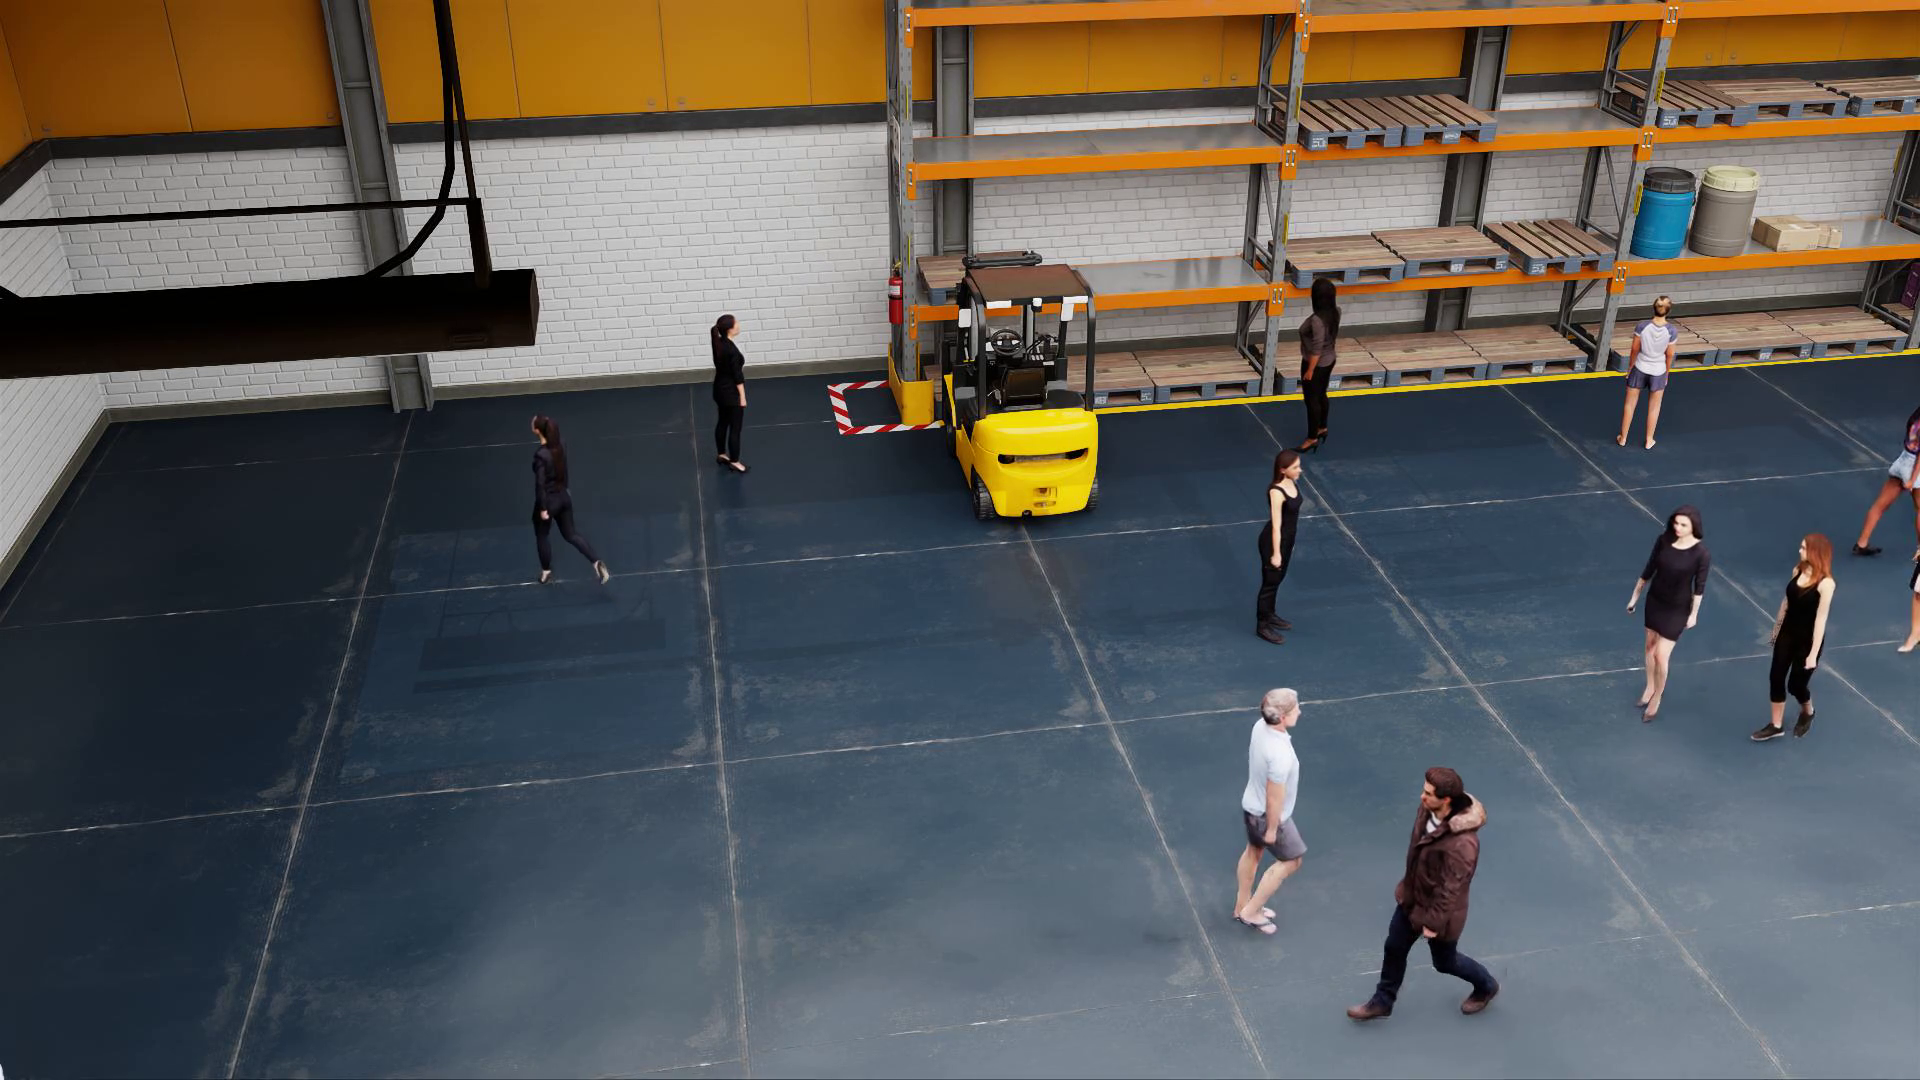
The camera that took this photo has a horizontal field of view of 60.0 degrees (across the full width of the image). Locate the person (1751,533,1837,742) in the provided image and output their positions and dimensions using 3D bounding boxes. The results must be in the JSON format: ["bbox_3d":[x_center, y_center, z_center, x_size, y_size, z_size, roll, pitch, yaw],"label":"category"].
[{"bbox_3d":[6.285,0.744,12.400,0.794,1.697,0.716,-13,31,-22],"label":"person"}]

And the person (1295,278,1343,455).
[{"bbox_3d":[3.645,-1.767,16.854,0.800,1.840,0.743,18,33,30],"label":"person"}]

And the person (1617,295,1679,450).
[{"bbox_3d":[7.034,-1.719,16.991,0.612,1.624,0.717,11,30,19],"label":"person"}]

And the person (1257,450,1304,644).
[{"bbox_3d":[2.627,0.030,13.719,0.722,1.688,0.683,13,31,23],"label":"person"}]

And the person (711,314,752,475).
[{"bbox_3d":[-2.291,-1.445,16.454,0.689,1.658,0.679,-20,35,-33],"label":"person"}]

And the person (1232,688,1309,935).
[{"bbox_3d":[1.860,1.711,10.502,0.607,1.819,0.641,-4,29,-7],"label":"person"}]

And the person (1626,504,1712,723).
[{"bbox_3d":[5.450,0.522,12.711,0.730,1.791,0.713,-17,33,-28],"label":"person"}]

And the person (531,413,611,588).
[{"bbox_3d":[-3.425,-0.289,14.303,1.104,1.689,0.951,12,31,21],"label":"person"}]

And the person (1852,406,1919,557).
[{"bbox_3d":[8.370,-0.589,14.830,1.082,1.711,0.775,1,29,3],"label":"person"}]

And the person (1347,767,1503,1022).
[{"bbox_3d":[2.869,2.122,9.759,1.182,1.807,0.797,-7,29,-13],"label":"person"}]
